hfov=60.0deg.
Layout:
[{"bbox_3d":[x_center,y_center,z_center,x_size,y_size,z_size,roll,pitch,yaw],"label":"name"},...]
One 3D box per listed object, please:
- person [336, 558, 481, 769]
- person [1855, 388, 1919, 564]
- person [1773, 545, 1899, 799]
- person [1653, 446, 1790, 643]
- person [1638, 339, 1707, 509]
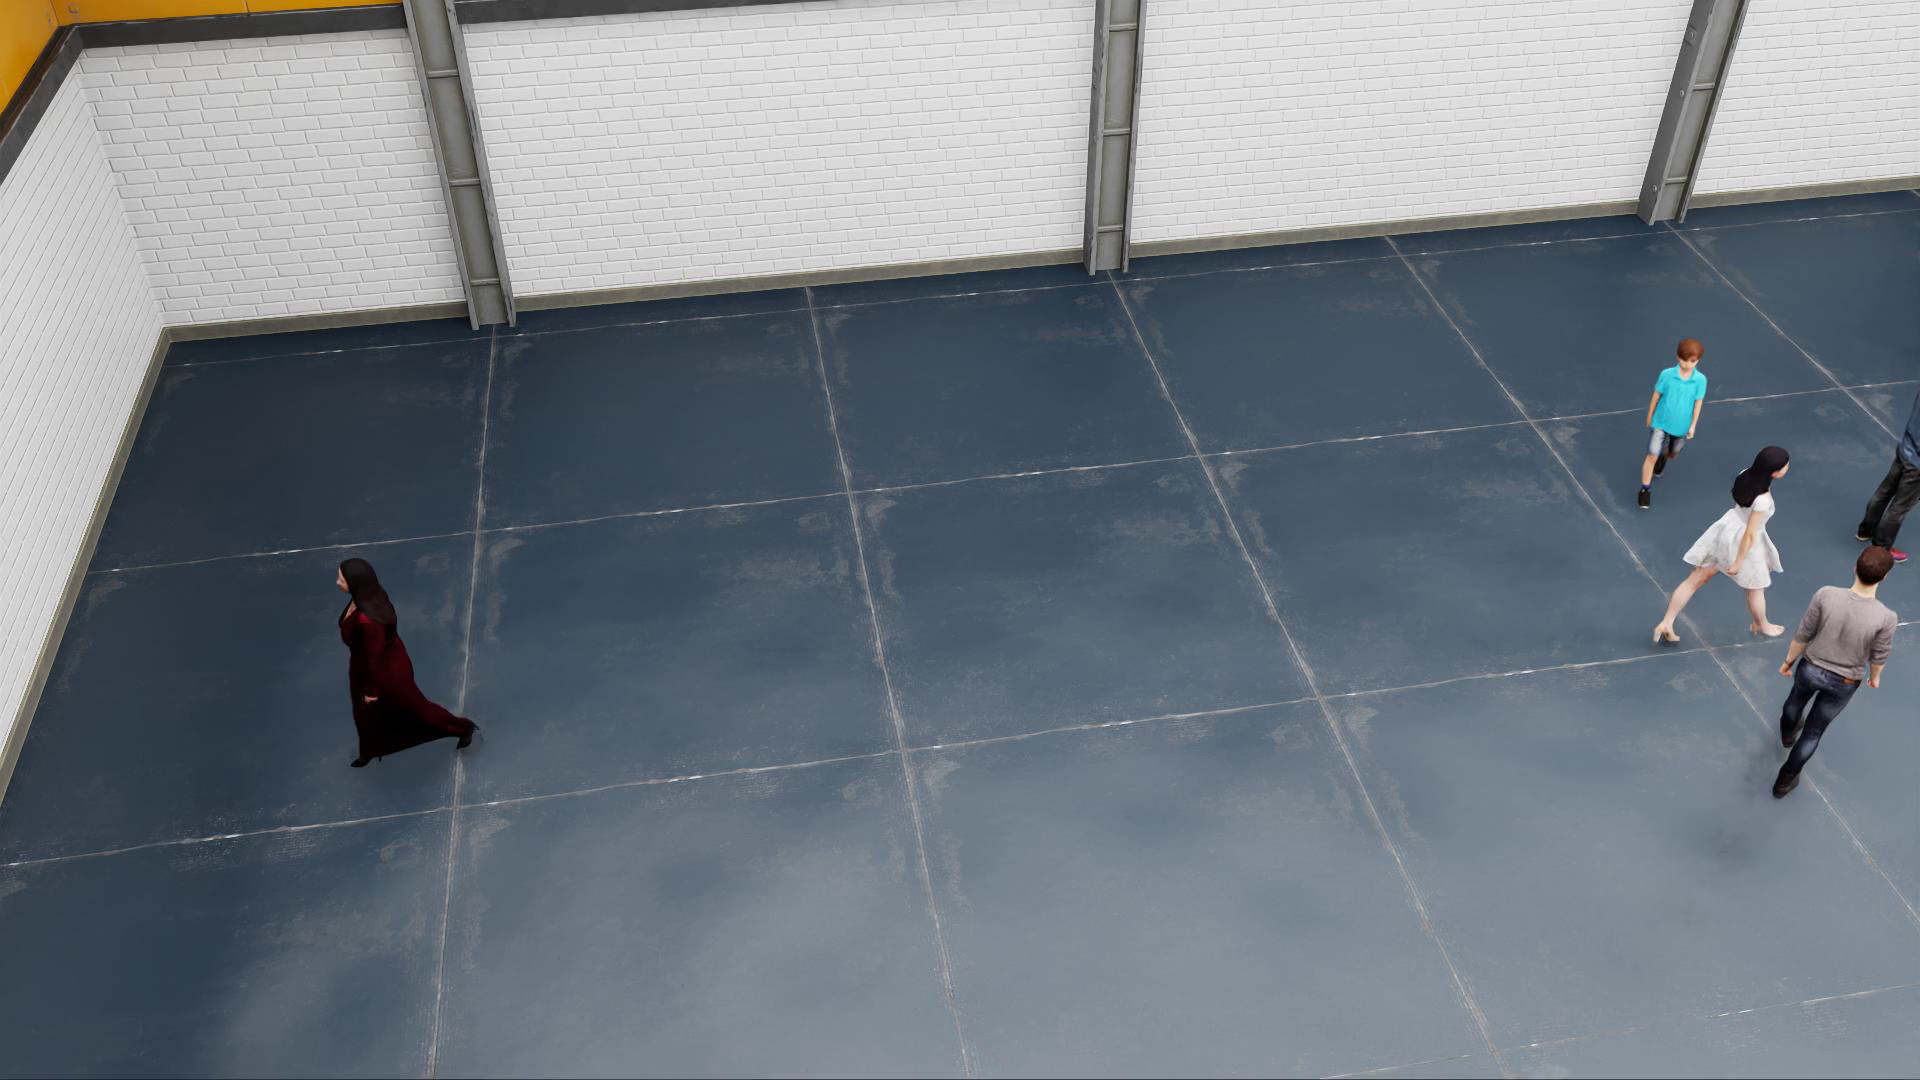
[{"bbox_3d":[-3.654,0.825,10.842,1.171,1.720,0.888,-19,42,-22],"label":"person"},{"bbox_3d":[7.272,-0.661,12.631,0.628,1.809,0.703,2,39,2],"label":"person"},{"bbox_3d":[5.514,0.906,10.616,1.140,1.876,1.023,-32,48,-33],"label":"person"},{"bbox_3d":[5.381,0.081,11.770,1.206,1.724,0.736,-2,39,-2],"label":"person"},{"bbox_3d":[5.723,-0.992,13.349,0.930,1.429,0.843,11,40,14],"label":"person"}]
